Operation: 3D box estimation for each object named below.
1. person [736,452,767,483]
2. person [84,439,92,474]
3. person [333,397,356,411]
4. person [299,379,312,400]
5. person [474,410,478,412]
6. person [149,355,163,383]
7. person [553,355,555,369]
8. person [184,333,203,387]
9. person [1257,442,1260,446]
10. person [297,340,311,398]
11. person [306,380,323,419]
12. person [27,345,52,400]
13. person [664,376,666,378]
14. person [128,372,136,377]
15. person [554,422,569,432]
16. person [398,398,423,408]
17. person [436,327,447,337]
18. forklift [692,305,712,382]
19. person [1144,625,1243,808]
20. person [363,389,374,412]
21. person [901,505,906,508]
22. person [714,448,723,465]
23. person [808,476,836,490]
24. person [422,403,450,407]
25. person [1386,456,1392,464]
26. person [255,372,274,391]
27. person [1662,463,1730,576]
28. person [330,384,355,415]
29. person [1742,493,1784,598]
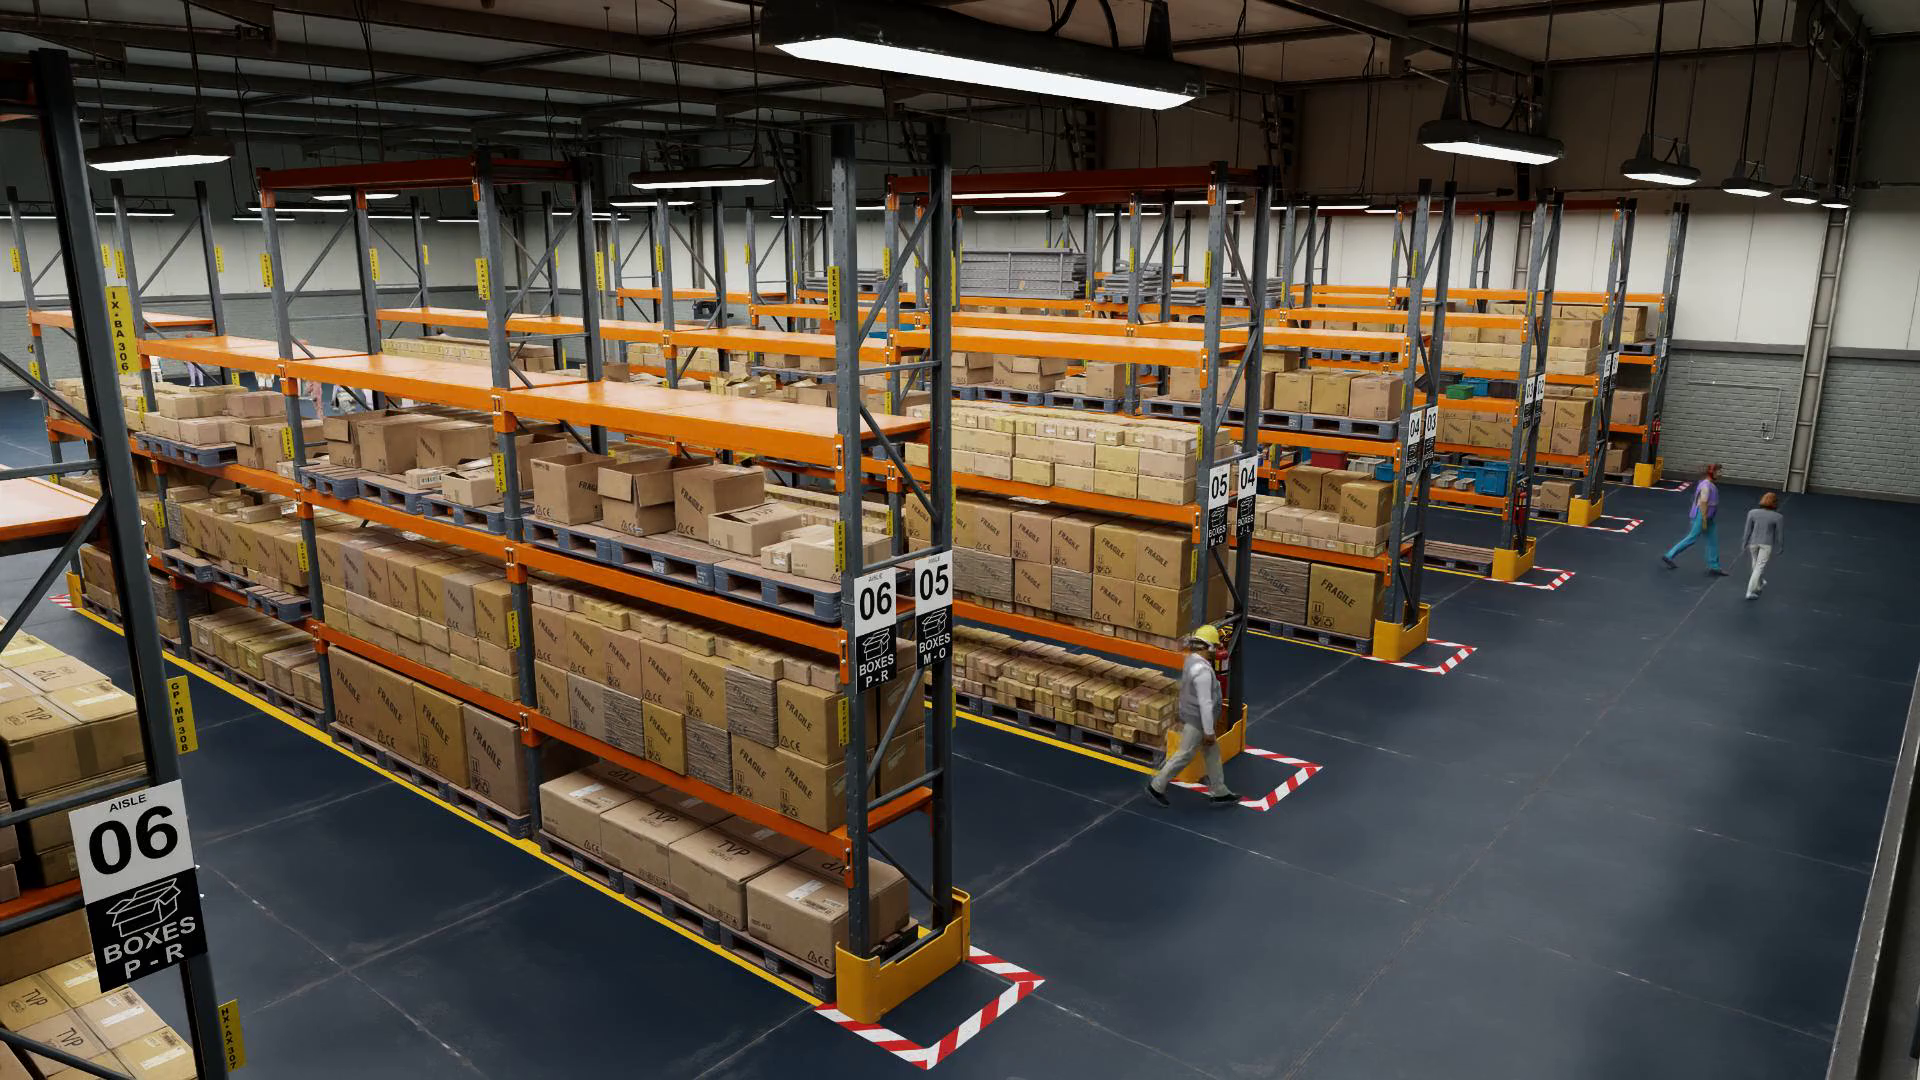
[{"bbox_3d":[-3.524,-0.608,21.217,0.689,1.878,0.654,8,16,31],"label":"person"},{"bbox_3d":[-19.409,-2.294,28.226,0.636,1.842,0.429,3,14,14],"label":"person"},{"bbox_3d":[-19.112,-4.804,38.965,0.889,1.659,0.534,7,15,26],"label":"person"},{"bbox_3d":[-21.631,-5.399,41.480,0.689,1.607,0.526,-6,15,-24],"label":"person"},{"bbox_3d":[-14.300,-4.397,37.418,0.893,1.583,0.514,2,14,7],"label":"person"},{"bbox_3d":[-27.218,-5.674,42.552,0.309,1.641,0.513,12,18,41],"label":"person"},{"bbox_3d":[-12.245,-4.689,38.100,0.518,1.831,0.445,-2,14,-7],"label":"person"},{"bbox_3d":[-27.606,-6.473,45.281,0.408,1.909,0.638,9,16,32],"label":"person"},{"bbox_3d":[5.949,-1.571,25.576,0.480,1.687,0.552,6,15,23],"label":"person"},{"bbox_3d":[-21.855,-5.694,42.010,0.580,1.937,0.830,1,14,5],"label":"person"},{"bbox_3d":[-18.220,-4.111,35.558,0.410,1.913,0.642,-7,15,-25],"label":"person"},{"bbox_3d":[-30.482,-5.565,41.722,0.902,1.830,0.505,2,14,7],"label":"person"},{"bbox_3d":[-9.435,-5.110,39.830,0.404,1.833,0.589,-8,16,-30],"label":"person"},{"bbox_3d":[-27.564,-5.602,41.889,0.876,1.833,0.530,3,14,13],"label":"person"},{"bbox_3d":[-8.909,-2.361,28.194,0.394,1.987,0.623,7,15,25],"label":"person"},{"bbox_3d":[-13.804,-3.143,31.693,0.666,1.853,0.991,-6,15,-24],"label":"person"},{"bbox_3d":[-20.223,-7.409,49.310,0.560,1.826,0.625,0,14,0],"label":"person"},{"bbox_3d":[-9.511,-7.392,47.124,1.873,2.768,1.129,11,17,38],"label":"forklift"},{"bbox_3d":[2.232,1.689,12.000,0.925,1.769,0.651,1,14,4],"label":"person"},{"bbox_3d":[-14.981,-3.284,32.231,0.599,1.876,1.007,8,16,30],"label":"person"},{"bbox_3d":[-0.765,0.423,17.003,0.774,1.859,0.606,11,17,37],"label":"person"},{"bbox_3d":[-4.321,-0.882,22.844,0.310,1.638,0.514,10,17,36],"label":"person"},{"bbox_3d":[-2.912,-1.940,26.760,0.641,1.870,1.057,-13,19,-43],"label":"person"},{"bbox_3d":[-12.404,-2.755,29.982,0.648,1.912,0.409,-11,18,-38],"label":"person"},{"bbox_3d":[9.757,-2.294,28.122,0.643,1.906,0.963,-12,18,-41],"label":"person"},{"bbox_3d":[-21.990,-5.138,39.817,0.552,1.892,0.942,-7,15,-27],"label":"person"},{"bbox_3d":[11.997,-0.366,20.387,0.954,1.814,0.579,13,18,42],"label":"person"},{"bbox_3d":[-16.986,-3.873,34.626,0.999,1.895,0.616,2,14,8],"label":"person"},{"bbox_3d":[12.174,0.068,19.047,0.833,1.586,0.513,-8,16,-29],"label":"person"}]
